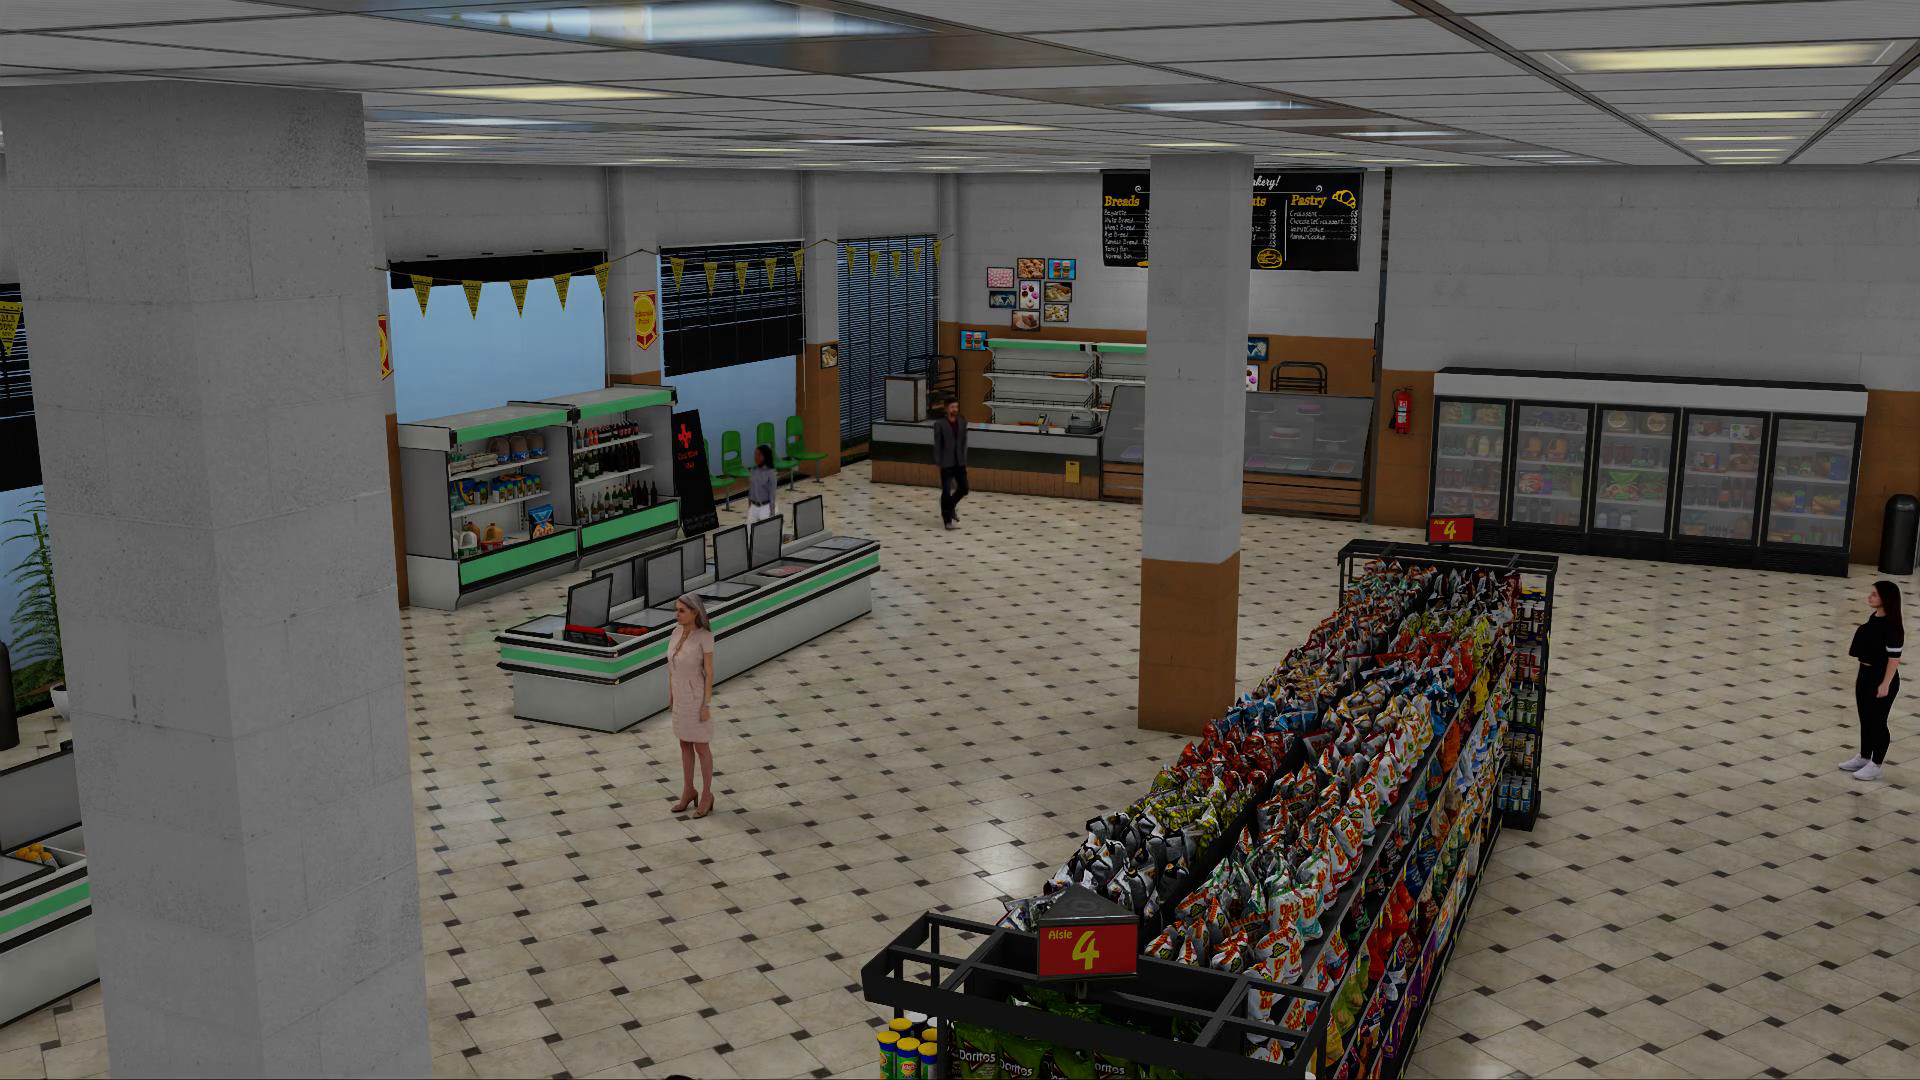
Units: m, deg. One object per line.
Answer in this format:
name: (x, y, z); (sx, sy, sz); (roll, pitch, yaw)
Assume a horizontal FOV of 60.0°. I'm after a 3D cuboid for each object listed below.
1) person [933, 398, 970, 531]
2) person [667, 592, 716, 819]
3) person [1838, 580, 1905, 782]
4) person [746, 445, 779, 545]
person: (-0.157, -1.086, 23.384); (0.920, 1.862, 0.972); (-6, 13, -26)
person: (-2.034, 1.242, 12.632); (0.638, 1.736, 0.605); (9, 15, 36)
person: (7.411, 1.122, 13.440); (0.754, 1.639, 0.647); (0, 12, 1)
person: (-2.322, -0.308, 20.043); (0.690, 1.717, 0.785); (9, 15, 36)
